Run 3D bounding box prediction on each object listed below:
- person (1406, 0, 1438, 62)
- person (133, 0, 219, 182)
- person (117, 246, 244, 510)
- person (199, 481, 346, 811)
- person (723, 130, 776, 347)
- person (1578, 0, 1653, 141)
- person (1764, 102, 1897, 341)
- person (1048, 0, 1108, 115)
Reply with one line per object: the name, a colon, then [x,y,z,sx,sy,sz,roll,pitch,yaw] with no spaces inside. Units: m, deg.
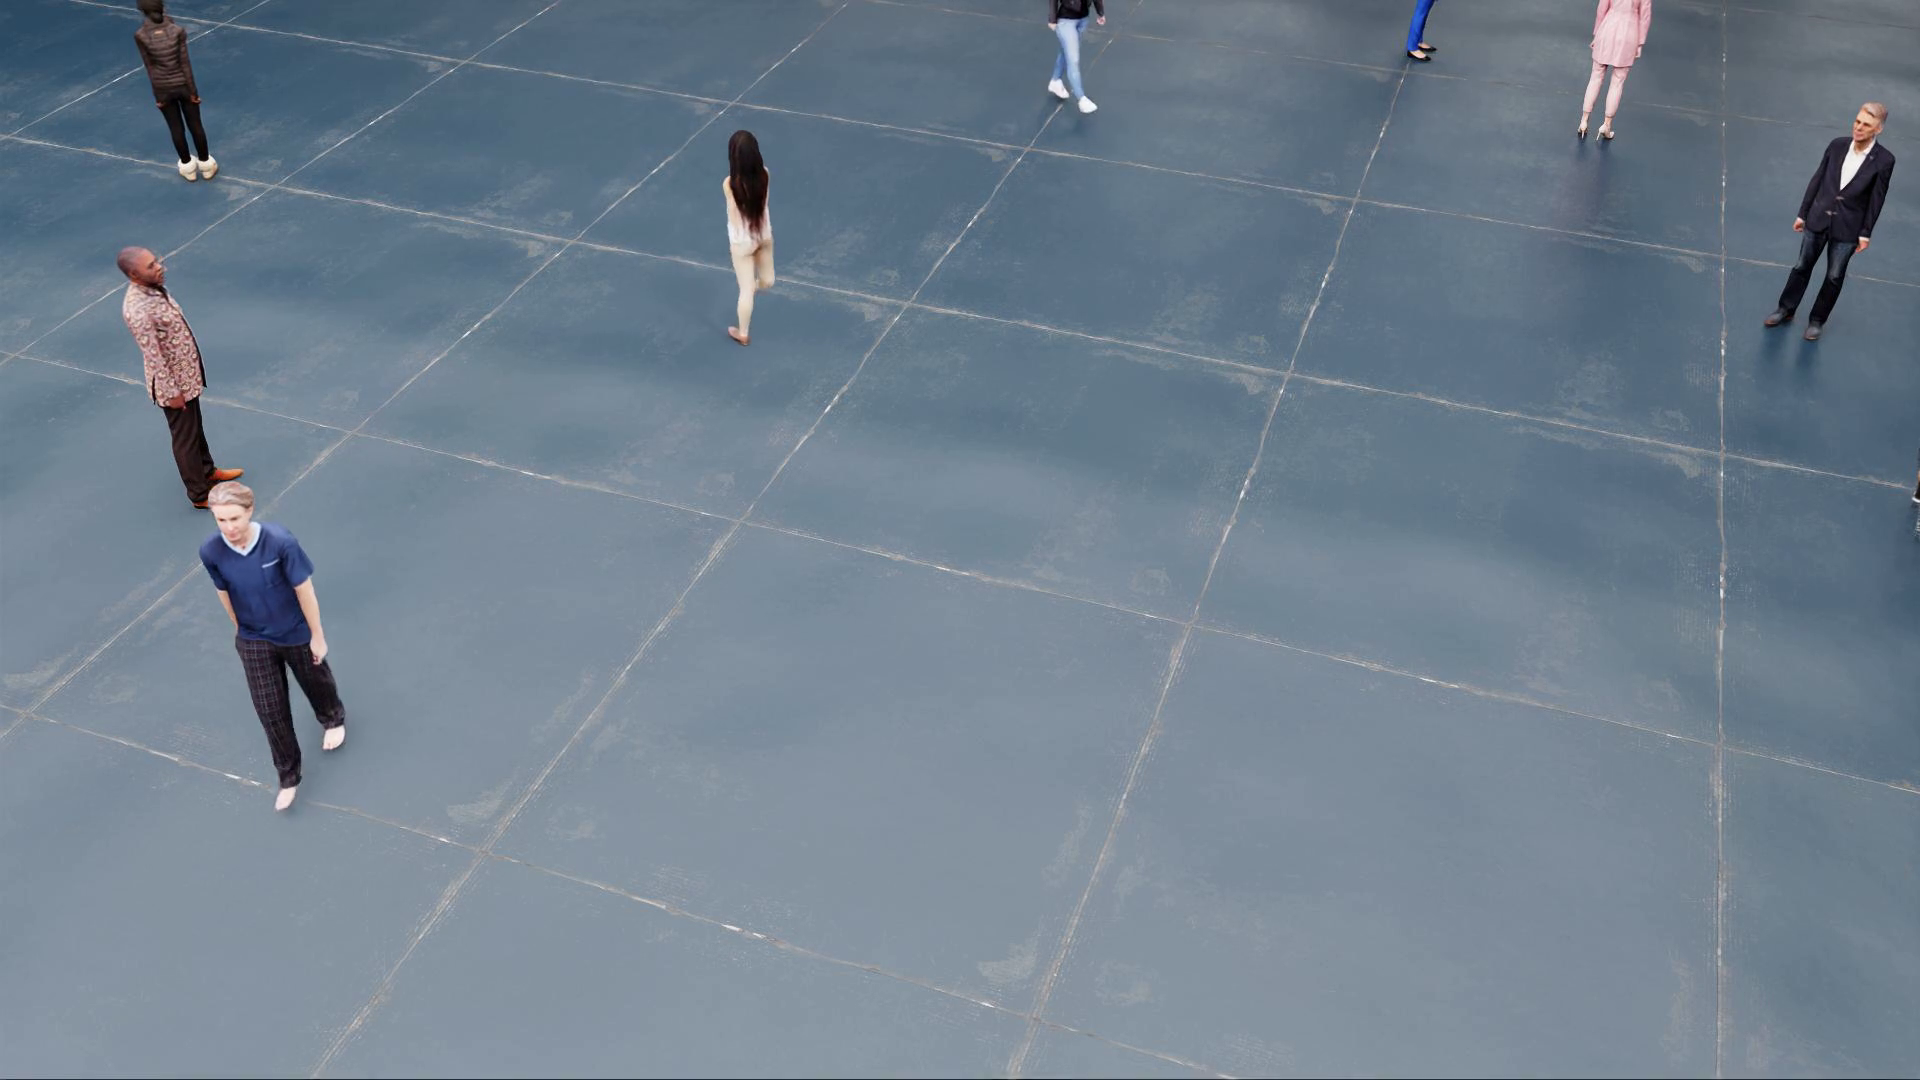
person: [4.694,-5.655,16.508,0.696,1.700,0.513,18,41,21]
person: [-6.726,-3.865,14.247,0.703,1.666,0.764,-8,39,-10]
person: [-4.981,-1.033,10.512,0.833,1.808,0.732,-9,39,-11]
person: [-3.520,0.414,8.635,0.967,1.842,1.106,-8,39,-10]
person: [-1.602,-2.277,12.227,0.810,1.655,0.815,-14,40,-17]
person: [5.882,-4.467,14.906,0.657,1.803,0.593,22,43,25]
person: [6.434,-2.349,12.189,0.760,1.814,0.784,-30,47,-33]
person: [1.010,-4.866,15.581,1.108,1.599,1.089,-23,44,-27]
